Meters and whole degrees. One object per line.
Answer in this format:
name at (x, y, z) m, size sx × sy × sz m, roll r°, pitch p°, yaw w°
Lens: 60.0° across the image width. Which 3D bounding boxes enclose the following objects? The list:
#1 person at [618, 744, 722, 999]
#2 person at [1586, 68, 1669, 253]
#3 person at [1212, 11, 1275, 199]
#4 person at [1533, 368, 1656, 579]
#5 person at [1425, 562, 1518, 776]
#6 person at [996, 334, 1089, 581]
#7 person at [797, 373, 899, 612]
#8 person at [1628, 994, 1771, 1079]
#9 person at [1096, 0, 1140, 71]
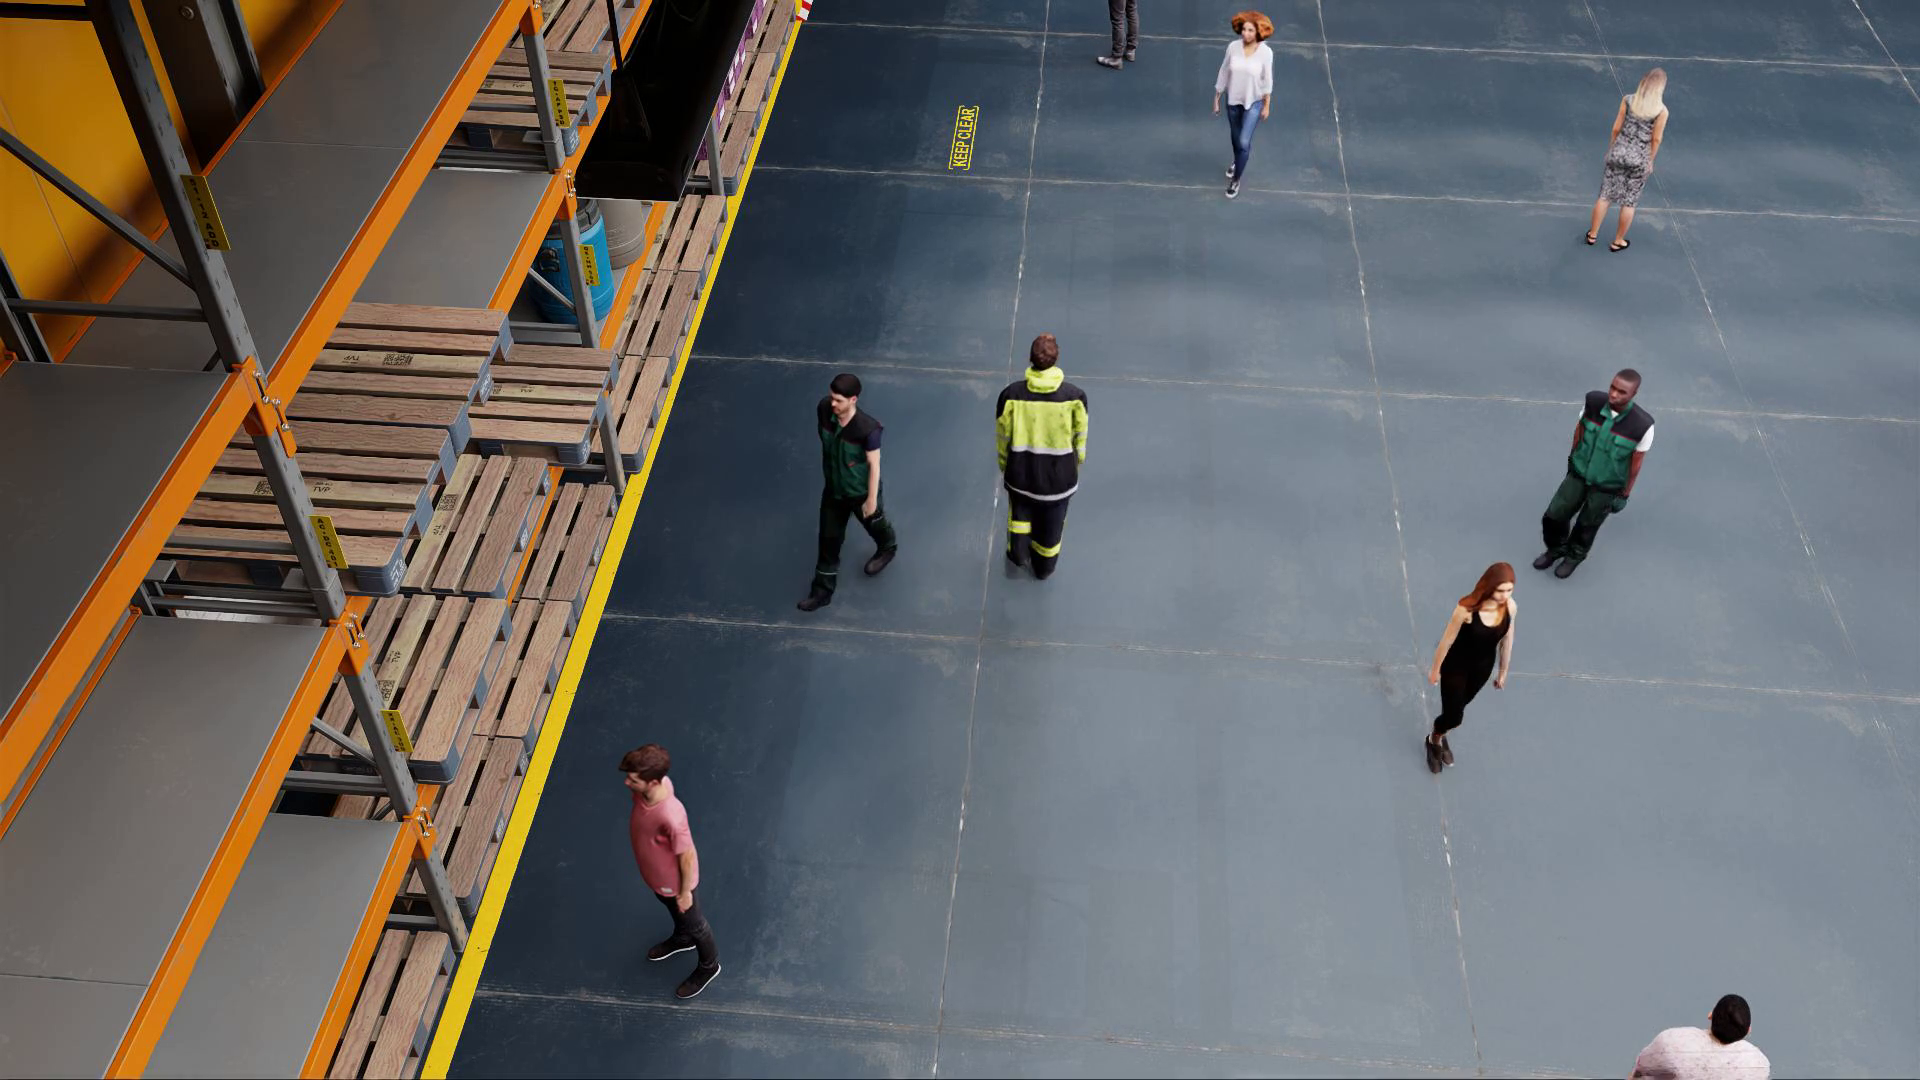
person at (-1.557, 1.763, 8.977) m, size 0.768 × 1.957 × 0.696 m, roll -28°, pitch 50°, yaw -26°
person at (5.822, -3.305, 14.480) m, size 0.641 × 1.704 × 0.665 m, roll 29°, pitch 51°, yaw 27°
person at (2.664, -4.096, 15.324) m, size 0.899 × 1.685 × 1.037 m, roll 23°, pitch 48°, yaw 23°
person at (4.421, -0.471, 11.416) m, size 0.820 × 1.826 × 0.863 m, roll 32°, pitch 52°, yaw 29°
person at (3.096, 0.714, 10.251) m, size 0.676 × 1.719 × 0.691 m, roll -9°, pitch 44°, yaw -9°
person at (0.553, -0.482, 11.324) m, size 0.768 × 1.969 × 0.688 m, roll 5°, pitch 44°, yaw 5°
person at (-0.664, -0.404, 11.327) m, size 1.098 × 1.851 × 1.304 m, roll 26°, pitch 50°, yaw 25°
person at (3.493, 2.796, 8.071) m, size 0.840 × 1.709 × 1.147 m, roll 13°, pitch 45°, yaw 13°
person at (1.683, -5.719, 16.893) m, size 0.773 × 1.871 × 0.686 m, roll 33°, pitch 52°, yaw 29°
